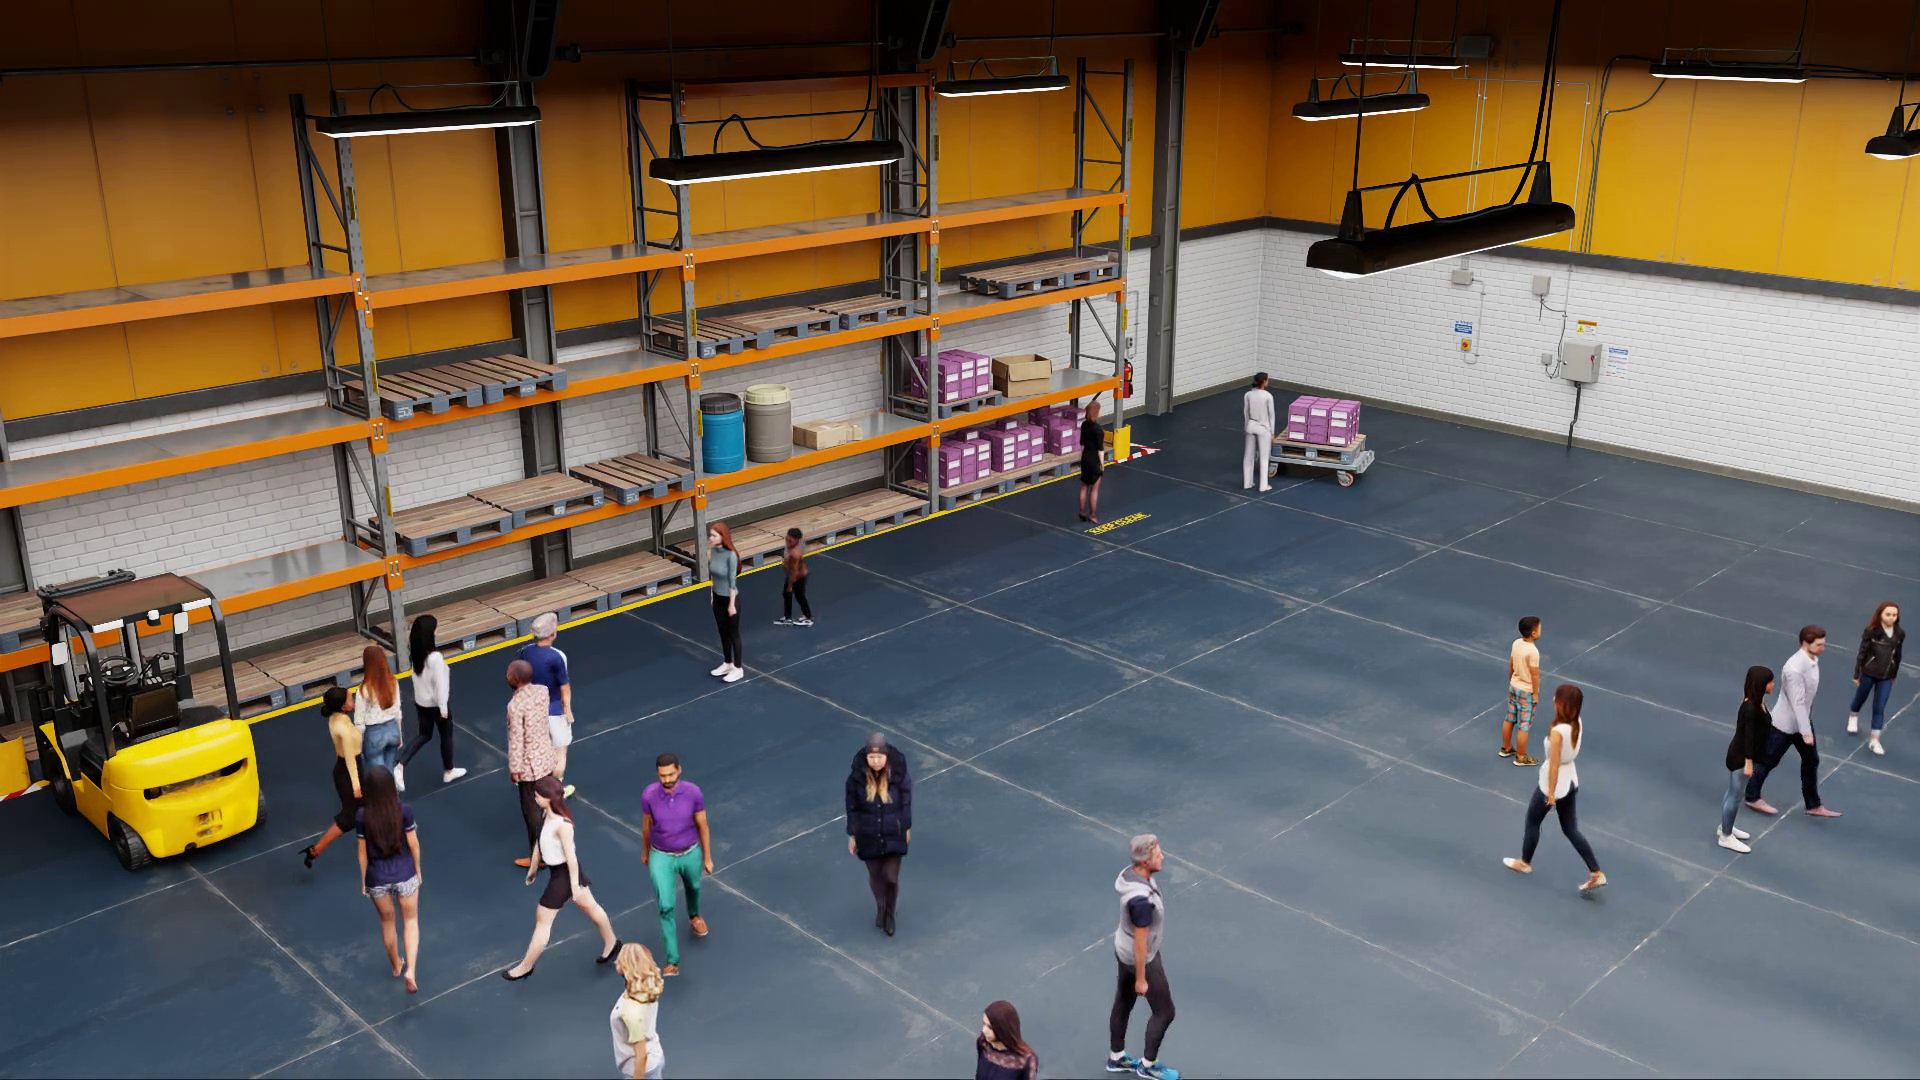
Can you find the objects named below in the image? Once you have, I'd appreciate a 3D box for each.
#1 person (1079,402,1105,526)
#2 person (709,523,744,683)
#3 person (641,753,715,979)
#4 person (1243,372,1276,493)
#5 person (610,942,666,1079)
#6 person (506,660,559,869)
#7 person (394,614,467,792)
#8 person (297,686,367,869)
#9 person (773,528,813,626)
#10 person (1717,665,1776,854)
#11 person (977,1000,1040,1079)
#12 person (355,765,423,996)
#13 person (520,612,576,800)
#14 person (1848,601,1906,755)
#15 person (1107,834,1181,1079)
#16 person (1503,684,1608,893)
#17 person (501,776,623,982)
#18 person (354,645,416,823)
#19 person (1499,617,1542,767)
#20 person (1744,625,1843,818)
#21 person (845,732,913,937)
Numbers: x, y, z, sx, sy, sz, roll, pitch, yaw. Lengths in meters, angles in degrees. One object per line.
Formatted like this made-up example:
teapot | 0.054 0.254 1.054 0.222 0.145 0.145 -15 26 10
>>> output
person | 1.789 -1.051 22.643 0.562 1.704 0.625 -12 22 -32
person | -2.470 0.643 17.555 0.525 1.741 0.569 -16 25 -40
person | -2.137 2.356 12.532 1.278 1.700 1.200 -4 19 -12
person | 4.337 -1.586 24.179 0.670 1.738 0.593 13 22 33
person | -1.904 3.188 10.027 0.756 1.722 0.691 0 19 1
person | -3.553 1.848 13.885 0.831 1.800 0.708 6 19 16
person | -4.858 1.507 15.085 0.719 1.679 1.030 12 22 32
person | -5.103 2.001 13.694 1.026 1.631 0.726 -11 21 -29
person | -1.839 0.421 19.028 0.790 1.221 0.708 -3 19 -8
person | 6.684 1.830 14.179 0.694 1.646 0.561 9 21 25
person | 0.286 3.363 9.701 0.637 1.598 0.625 13 23 34
person | -4.120 2.493 12.052 0.966 1.747 0.904 -6 20 -17
person | -3.695 1.543 14.757 0.796 1.821 0.934 8 20 22
person | 8.859 1.273 16.141 0.909 1.449 1.070 4 19 11
person | 1.091 2.787 11.073 0.920 1.815 0.866 -1 19 -3
person | 4.928 2.025 13.430 1.031 1.754 0.690 -16 24 -38
person | -2.840 2.493 12.299 1.194 1.589 0.784 -11 21 -29
person | -4.955 1.736 14.359 0.680 1.709 0.958 14 23 36
person | 5.322 1.409 15.719 0.602 1.461 0.593 -7 20 -20
person | 7.230 1.577 14.667 0.918 1.814 0.735 -17 25 -41
person | -0.619 2.234 12.952 0.808 1.663 0.865 1 19 2
